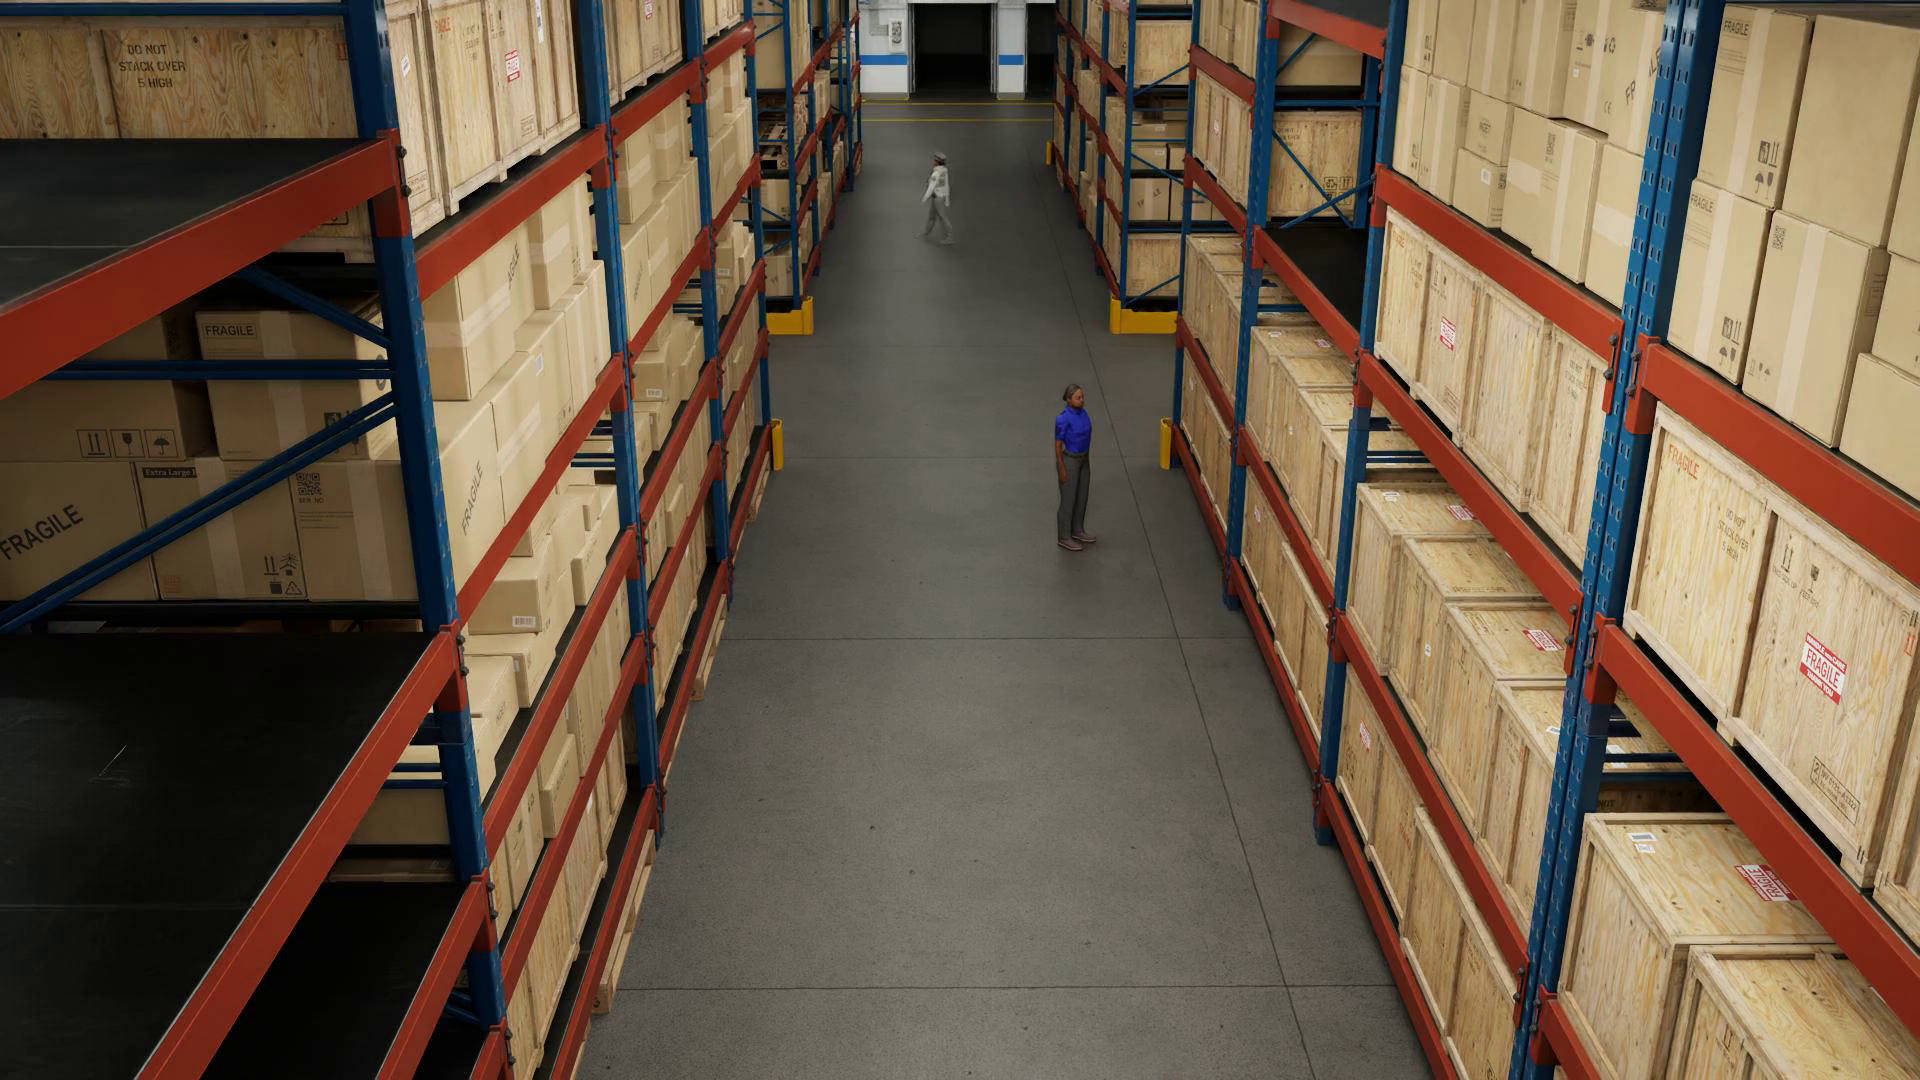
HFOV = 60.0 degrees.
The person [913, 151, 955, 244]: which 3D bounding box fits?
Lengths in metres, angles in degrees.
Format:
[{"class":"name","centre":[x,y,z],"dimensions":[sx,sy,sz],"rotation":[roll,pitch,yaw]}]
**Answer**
[{"class":"person","centre":[-0.499,-6.294,30.543],"dimensions":[0.861,1.663,0.489],"rotation":[7,22,16]}]

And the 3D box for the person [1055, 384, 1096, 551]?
[{"class":"person","centre":[1.155,-0.741,16.542],"dimensions":[0.360,1.657,0.436],"rotation":[15,26,33]}]

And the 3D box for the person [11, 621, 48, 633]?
[{"class":"person","centre":[-8.000,0.262,13.987],"dimensions":[0.512,1.617,0.877],"rotation":[-7,23,-17]}]
